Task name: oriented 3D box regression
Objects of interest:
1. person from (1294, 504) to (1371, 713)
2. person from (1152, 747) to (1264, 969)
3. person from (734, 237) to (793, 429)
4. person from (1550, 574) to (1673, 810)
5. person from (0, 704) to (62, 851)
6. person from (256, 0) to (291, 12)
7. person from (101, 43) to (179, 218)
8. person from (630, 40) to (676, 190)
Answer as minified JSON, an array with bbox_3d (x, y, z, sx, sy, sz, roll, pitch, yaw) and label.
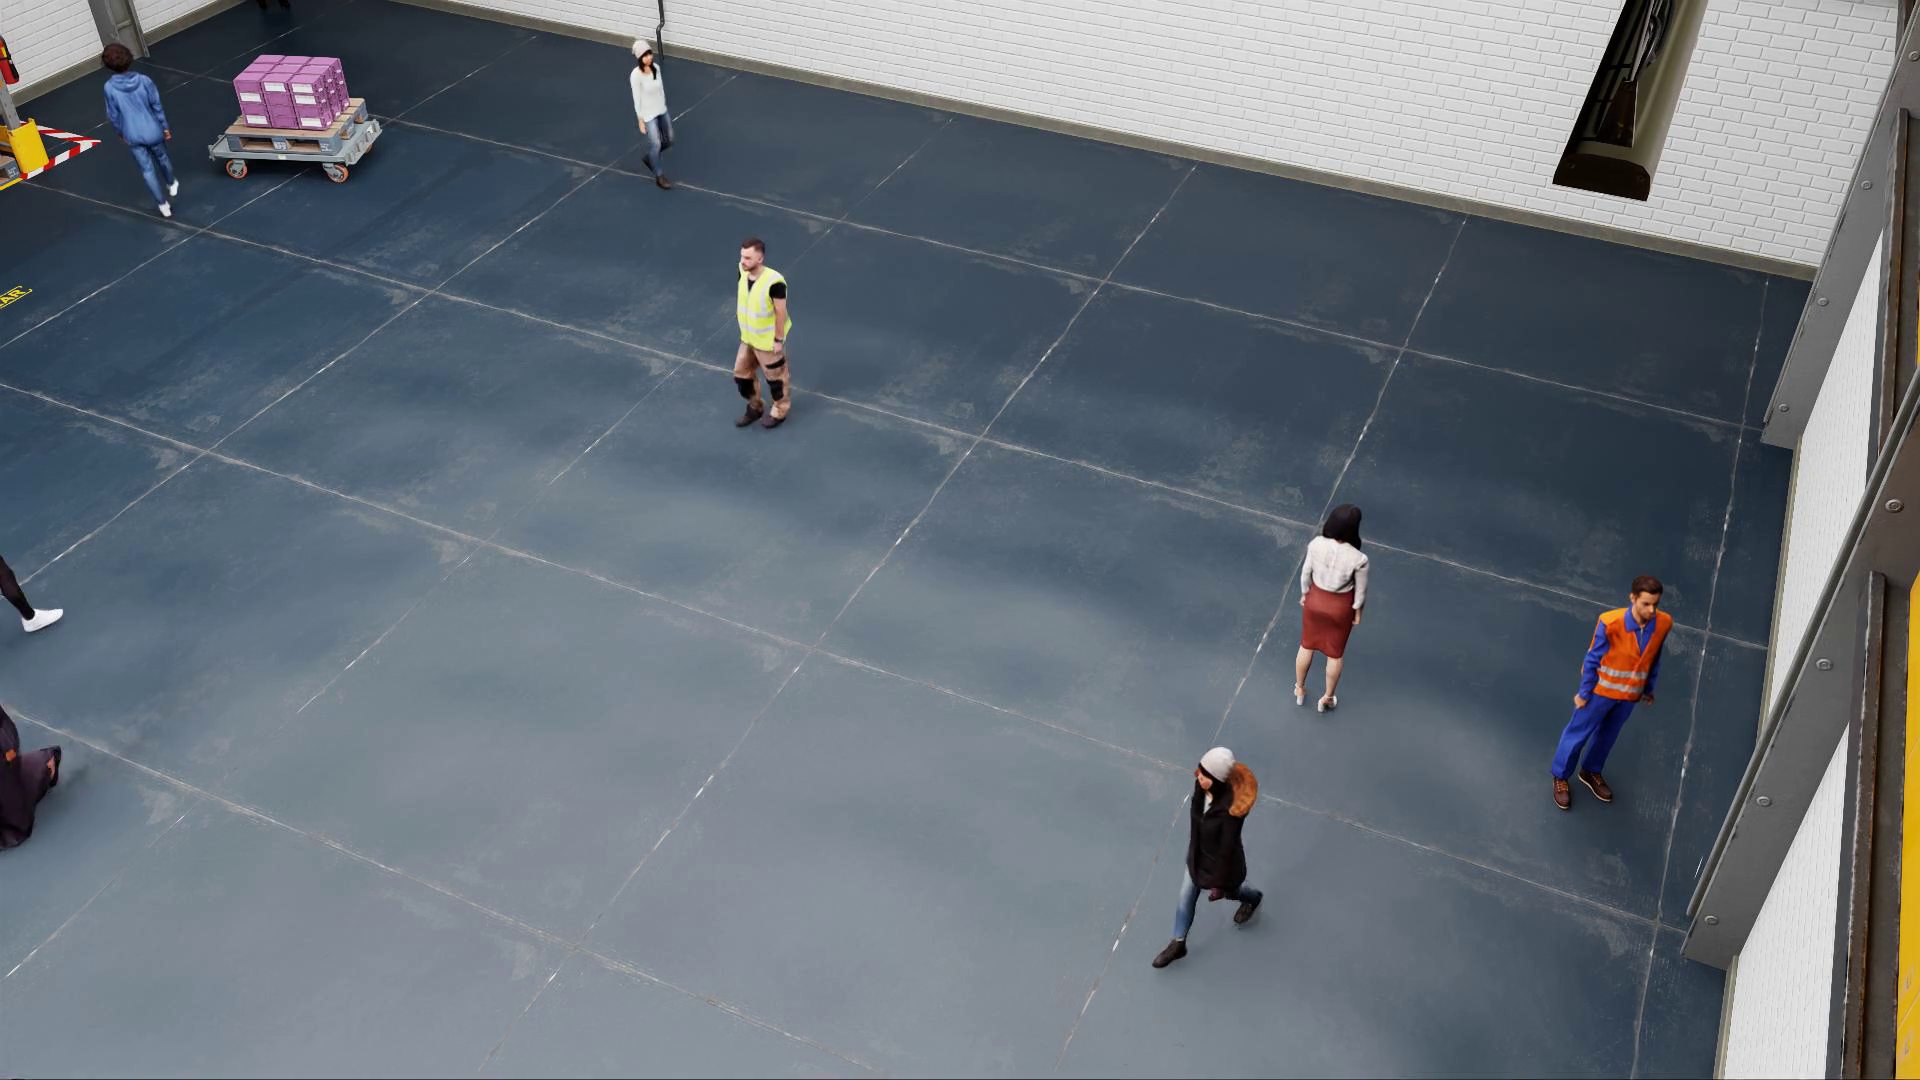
[{"bbox_3d":[2.527,0.471,11.367,0.614,1.751,0.525,19,43,23],"label":"person"},{"bbox_3d":[1.567,1.836,9.783,1.162,1.594,0.934,-27,46,-29],"label":"person"},{"bbox_3d":[-1.624,-1.785,14.126,0.815,1.832,0.884,26,45,29],"label":"person"},{"bbox_3d":[4.189,0.951,10.675,0.790,1.863,0.807,-5,39,-6],"label":"person"},{"bbox_3d":[-6.135,1.207,10.564,0.592,1.602,0.919,17,42,20],"label":"person"},{"bbox_3d":[-9.177,-7.807,21.727,0.759,1.758,0.772,-4,39,-4],"label":"person"},{"bbox_3d":[-8.438,-4.190,17.177,1.056,1.783,1.087,-17,42,-20],"label":"person"},{"bbox_3d":[-3.333,-4.556,17.755,0.725,1.634,0.694,25,45,28],"label":"person"}]
